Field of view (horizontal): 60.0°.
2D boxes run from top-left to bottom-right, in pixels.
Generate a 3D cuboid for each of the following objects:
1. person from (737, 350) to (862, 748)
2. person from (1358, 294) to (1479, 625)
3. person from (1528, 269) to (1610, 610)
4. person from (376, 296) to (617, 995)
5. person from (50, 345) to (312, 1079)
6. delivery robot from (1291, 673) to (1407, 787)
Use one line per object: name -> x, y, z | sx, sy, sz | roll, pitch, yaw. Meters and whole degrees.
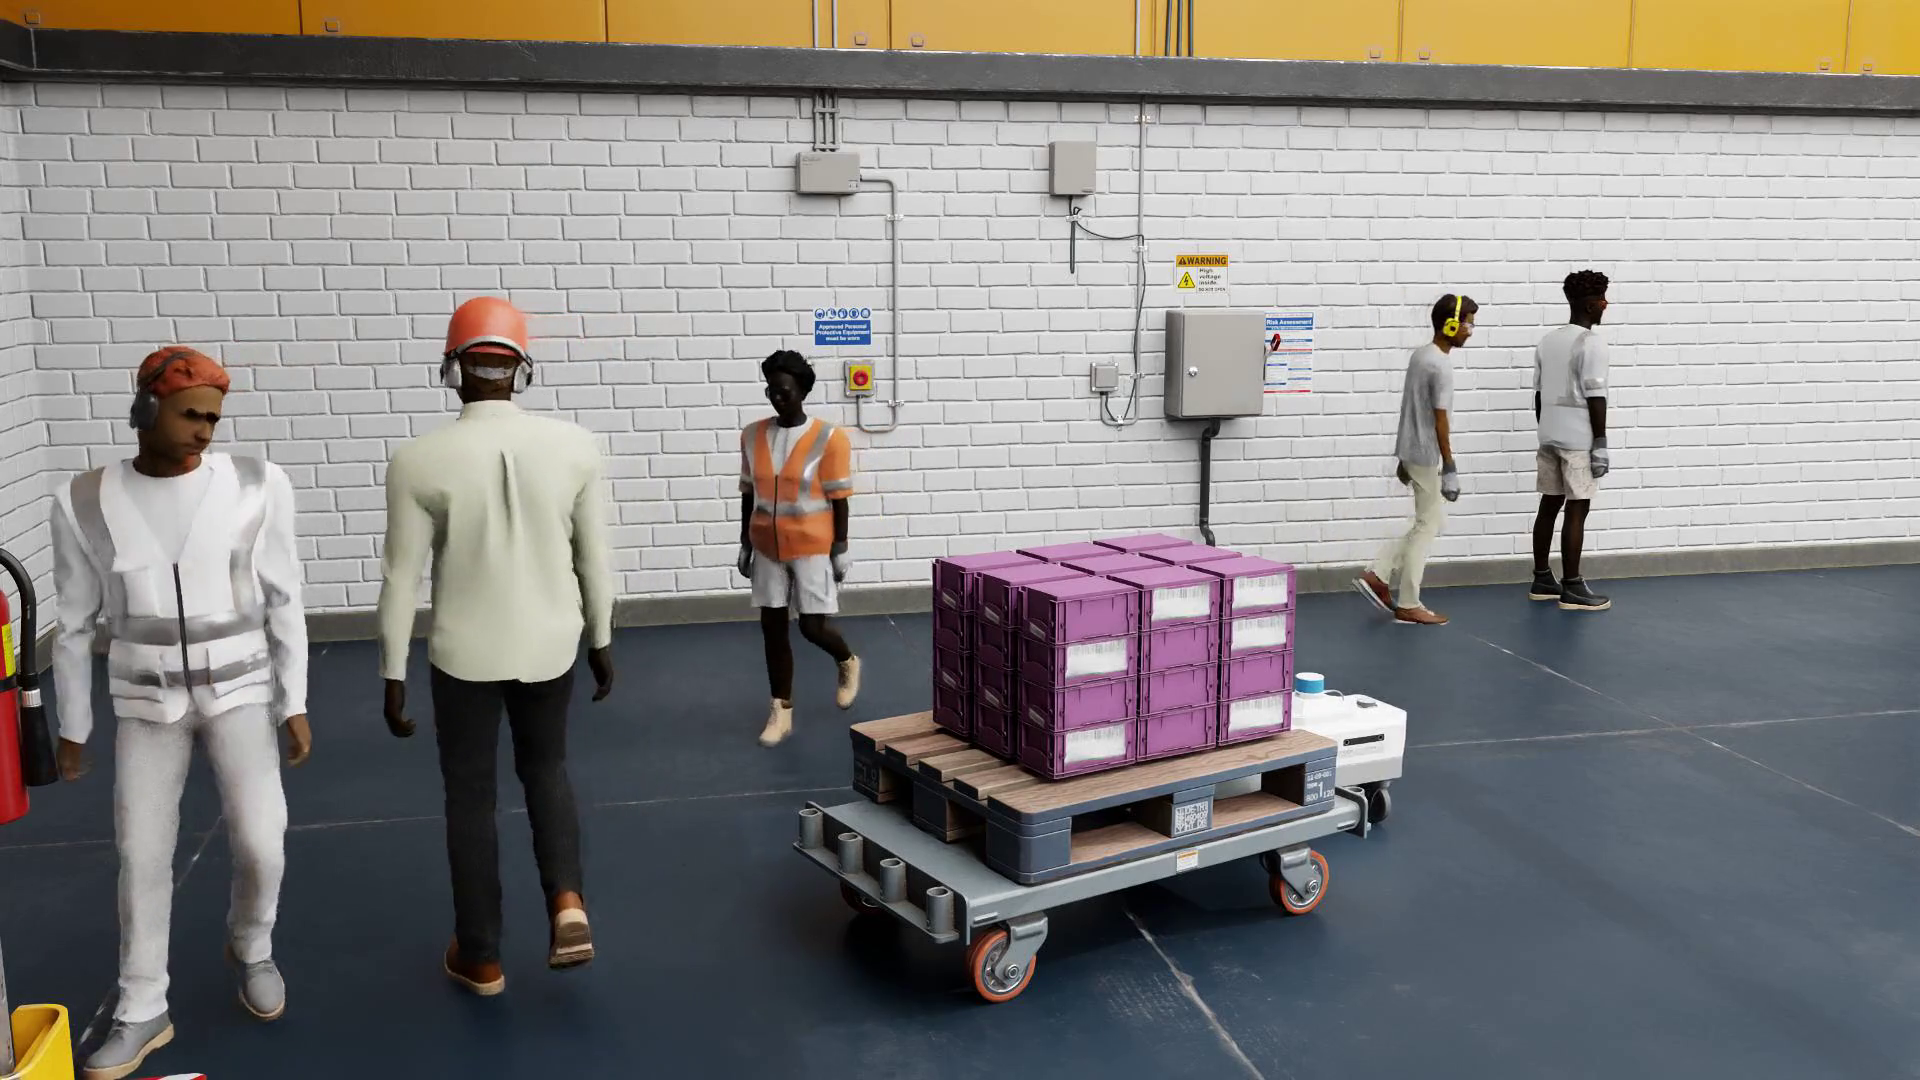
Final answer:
person -> -0.670, 0.018, 7.118 | 0.538, 1.683, 0.546 | 4, 11, 23
person -> 2.553, -0.422, 9.130 | 0.457, 1.833, 0.560 | 1, 10, 5
person -> 3.562, -0.584, 9.672 | 0.369, 1.967, 0.601 | -2, 11, -14
person -> -1.281, 0.319, 4.647 | 0.688, 1.974, 0.548 | -6, 12, -32
person -> -2.009, 0.428, 4.335 | 0.653, 1.868, 0.435 | -3, 11, -18
delivery robot -> 1.268, 0.727, 6.058 | 0.707, 0.478, 0.477 | -5, 11, -24
